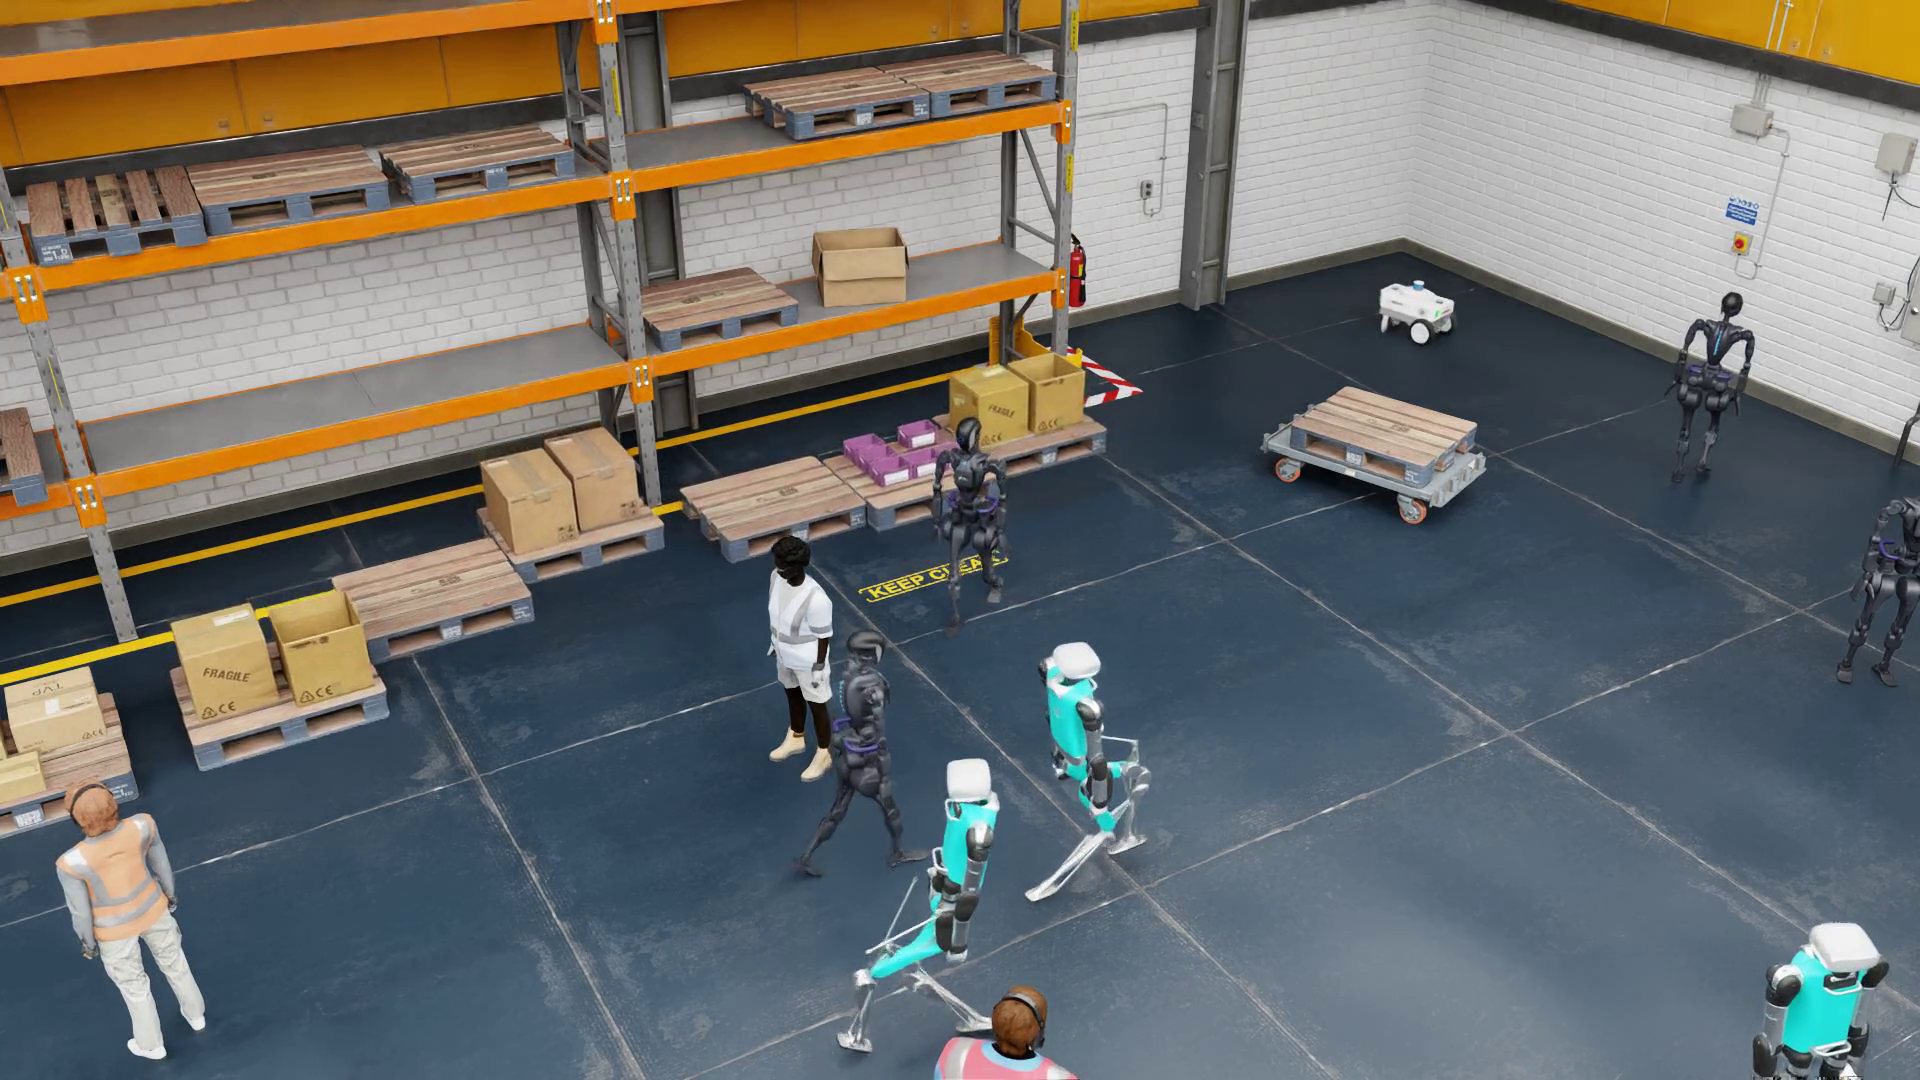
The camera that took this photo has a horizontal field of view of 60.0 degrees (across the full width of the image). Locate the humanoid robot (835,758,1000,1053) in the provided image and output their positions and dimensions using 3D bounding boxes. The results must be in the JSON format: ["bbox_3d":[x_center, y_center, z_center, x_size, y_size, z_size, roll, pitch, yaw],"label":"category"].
[{"bbox_3d":[-0.289,1.857,8.234,1.020,1.760,0.539,-3,30,-6],"label":"humanoid robot"}]

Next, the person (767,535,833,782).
[{"bbox_3d":[-0.992,0.712,10.264,0.320,1.692,0.531,-25,38,-37],"label":"person"}]

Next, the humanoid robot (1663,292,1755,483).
[{"bbox_3d":[6.186,-1.270,13.799,0.612,1.646,0.377,16,33,26],"label":"humanoid robot"}]

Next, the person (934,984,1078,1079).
[{"bbox_3d":[0.210,2.563,6.854,0.629,1.836,0.431,11,31,19],"label":"person"}]

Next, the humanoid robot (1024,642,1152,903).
[{"bbox_3d":[0.847,1.262,9.294,1.062,1.744,0.555,-15,33,-24],"label":"humanoid robot"}]

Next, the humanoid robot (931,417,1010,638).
[{"bbox_3d":[0.100,-0.141,11.842,0.614,1.652,0.727,11,31,19],"label":"humanoid robot"}]

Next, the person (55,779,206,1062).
[{"bbox_3d":[-4.112,1.884,8.245,0.308,1.638,0.522,19,35,30],"label":"person"}]

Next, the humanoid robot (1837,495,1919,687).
[{"bbox_3d":[6.306,0.238,11.107,0.599,1.657,0.315,6,30,10],"label":"humanoid robot"}]

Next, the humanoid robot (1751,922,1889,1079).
[{"bbox_3d":[3.686,2.475,7.104,0.541,1.790,0.832,-7,30,-12],"label":"humanoid robot"}]

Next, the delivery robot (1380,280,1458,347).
[{"bbox_3d":[4.610,-2.326,16.778,0.500,0.573,0.744,-25,38,-36],"label":"delivery robot"}]

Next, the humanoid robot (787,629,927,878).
[{"bbox_3d":[-0.605,1.234,9.433,0.815,1.639,0.589,-13,32,-22],"label":"humanoid robot"}]
